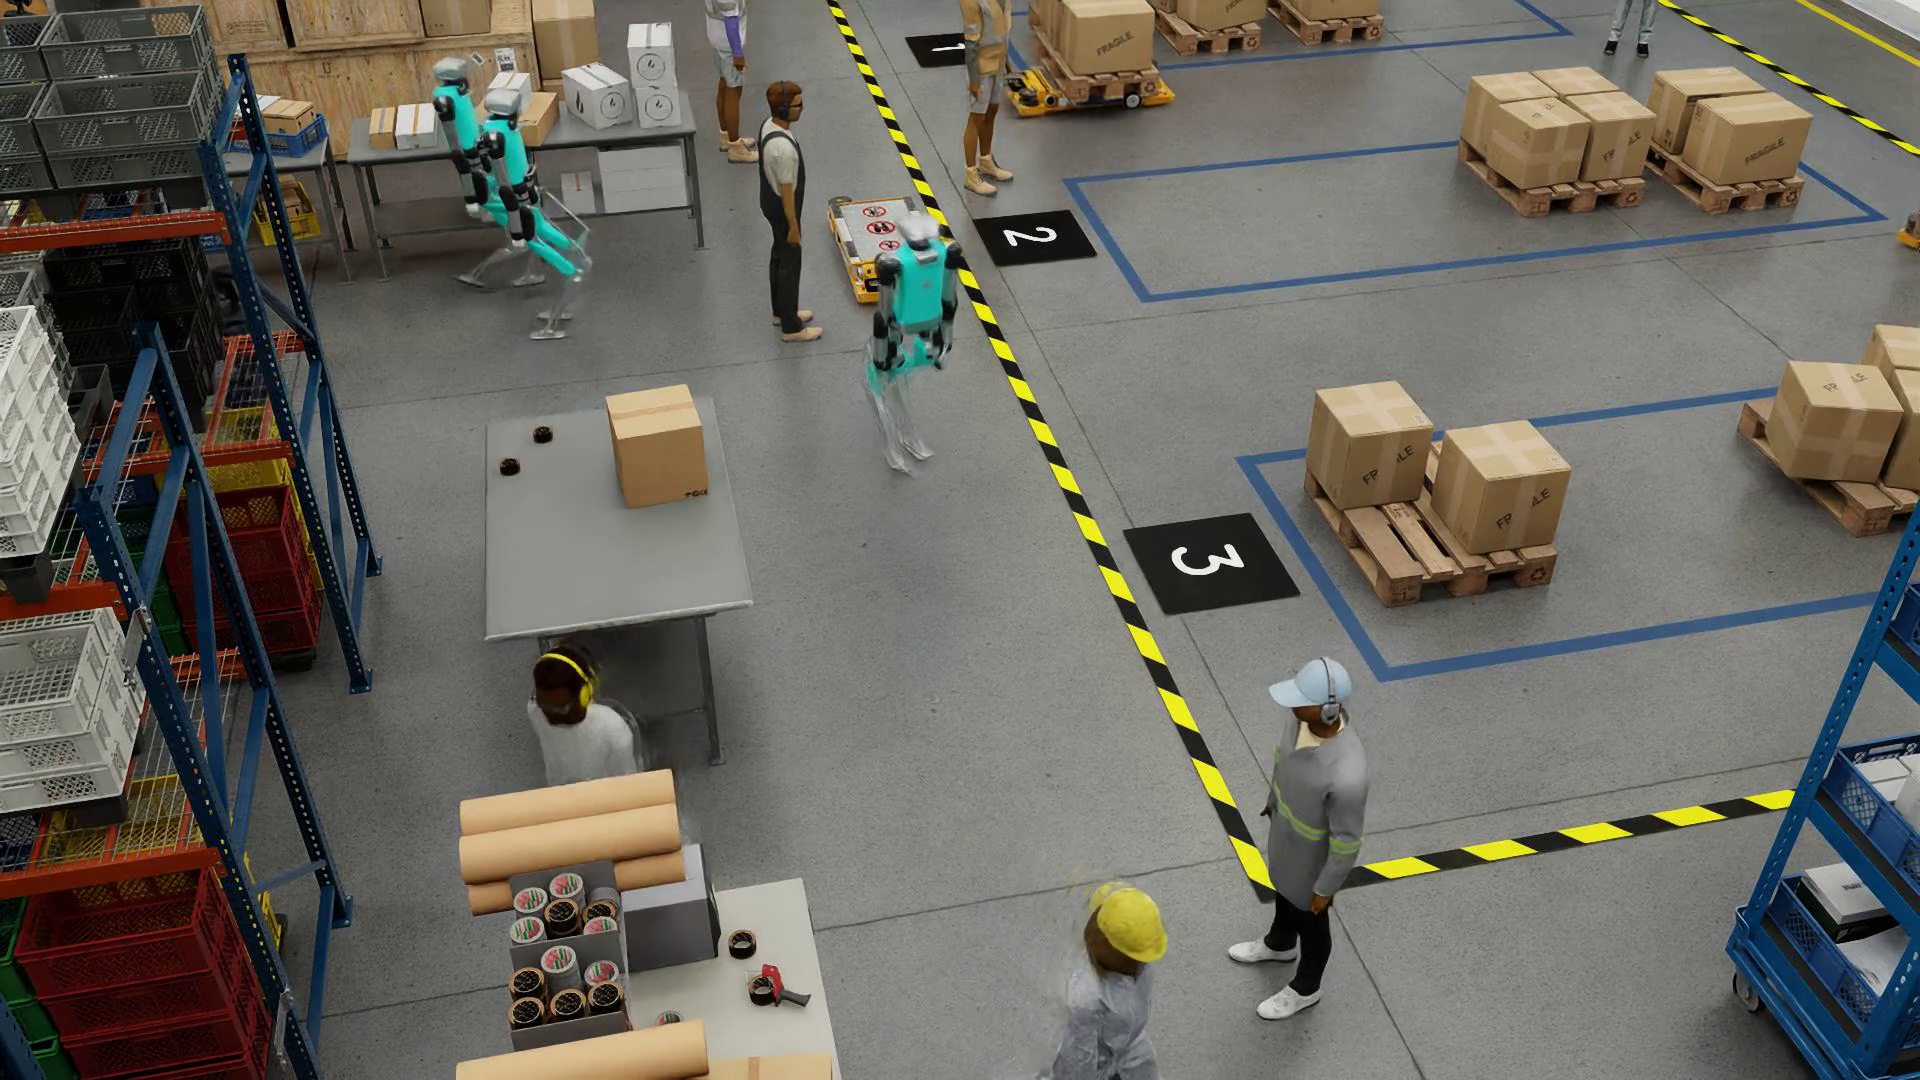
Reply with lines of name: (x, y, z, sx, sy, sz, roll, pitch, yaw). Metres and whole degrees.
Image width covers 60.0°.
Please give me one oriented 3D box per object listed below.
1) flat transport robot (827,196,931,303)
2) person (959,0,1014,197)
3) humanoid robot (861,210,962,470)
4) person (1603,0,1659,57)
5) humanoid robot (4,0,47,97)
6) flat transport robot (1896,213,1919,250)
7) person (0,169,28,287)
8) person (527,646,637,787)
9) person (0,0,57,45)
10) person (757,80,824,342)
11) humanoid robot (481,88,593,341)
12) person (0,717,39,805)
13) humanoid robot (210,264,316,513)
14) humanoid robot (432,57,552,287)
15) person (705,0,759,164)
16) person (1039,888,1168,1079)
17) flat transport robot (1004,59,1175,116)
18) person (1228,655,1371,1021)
flat transport robot: (-0.570, -2.220, 12.538, 0.659, 0.231, 1.431, -8, 37, -10)
person: (0.247, -3.739, 13.104, 0.397, 2.032, 0.604, 19, 41, 24)
humanoid robot: (-0.361, -1.249, 9.890, 0.533, 1.678, 0.736, -19, 41, -23)
person: (6.462, -5.457, 15.573, 0.599, 1.836, 0.404, 10, 38, 13)
humanoid robot: (-7.292, -3.632, 13.244, 0.599, 1.655, 0.315, 19, 41, 23)
flat transport robot: (7.860, -2.142, 12.409, 0.652, 0.197, 1.431, -22, 42, -26)
person: (-6.205, -1.849, 10.722, 0.429, 1.839, 0.633, -10, 38, -13)
person: (-1.441, 1.101, 6.767, 0.504, 1.836, 0.865, 14, 39, 18)
person: (-7.957, -4.445, 14.130, 0.542, 1.939, 0.365, -18, 40, -22)
person: (-1.159, -2.200, 11.198, 0.350, 1.839, 0.498, -10, 38, -13)
humanoid robot: (-2.766, -2.191, 11.223, 0.675, 1.751, 0.541, -1, 37, -1)
person: (-4.620, 0.476, 7.579, 0.329, 1.865, 0.505, -8, 37, -11)
humanoid robot: (-4.073, -0.791, 9.435, 0.510, 1.639, 0.591, -9, 38, -12)
humanoid robot: (-3.257, -2.508, 11.710, 0.952, 1.776, 0.570, -1, 37, -1)
person: (-1.867, -4.094, 13.572, 0.373, 2.043, 0.608, -12, 38, -16)
person: (0.480, 1.787, 5.952, 0.884, 1.693, 0.479, 30, 46, 34)
flat transport robot: (1.170, -4.116, 15.062, 1.431, 0.197, 0.652, -8, 37, -10)
person: (1.343, 1.189, 6.629, 0.396, 1.850, 0.597, -8, 37, -10)
